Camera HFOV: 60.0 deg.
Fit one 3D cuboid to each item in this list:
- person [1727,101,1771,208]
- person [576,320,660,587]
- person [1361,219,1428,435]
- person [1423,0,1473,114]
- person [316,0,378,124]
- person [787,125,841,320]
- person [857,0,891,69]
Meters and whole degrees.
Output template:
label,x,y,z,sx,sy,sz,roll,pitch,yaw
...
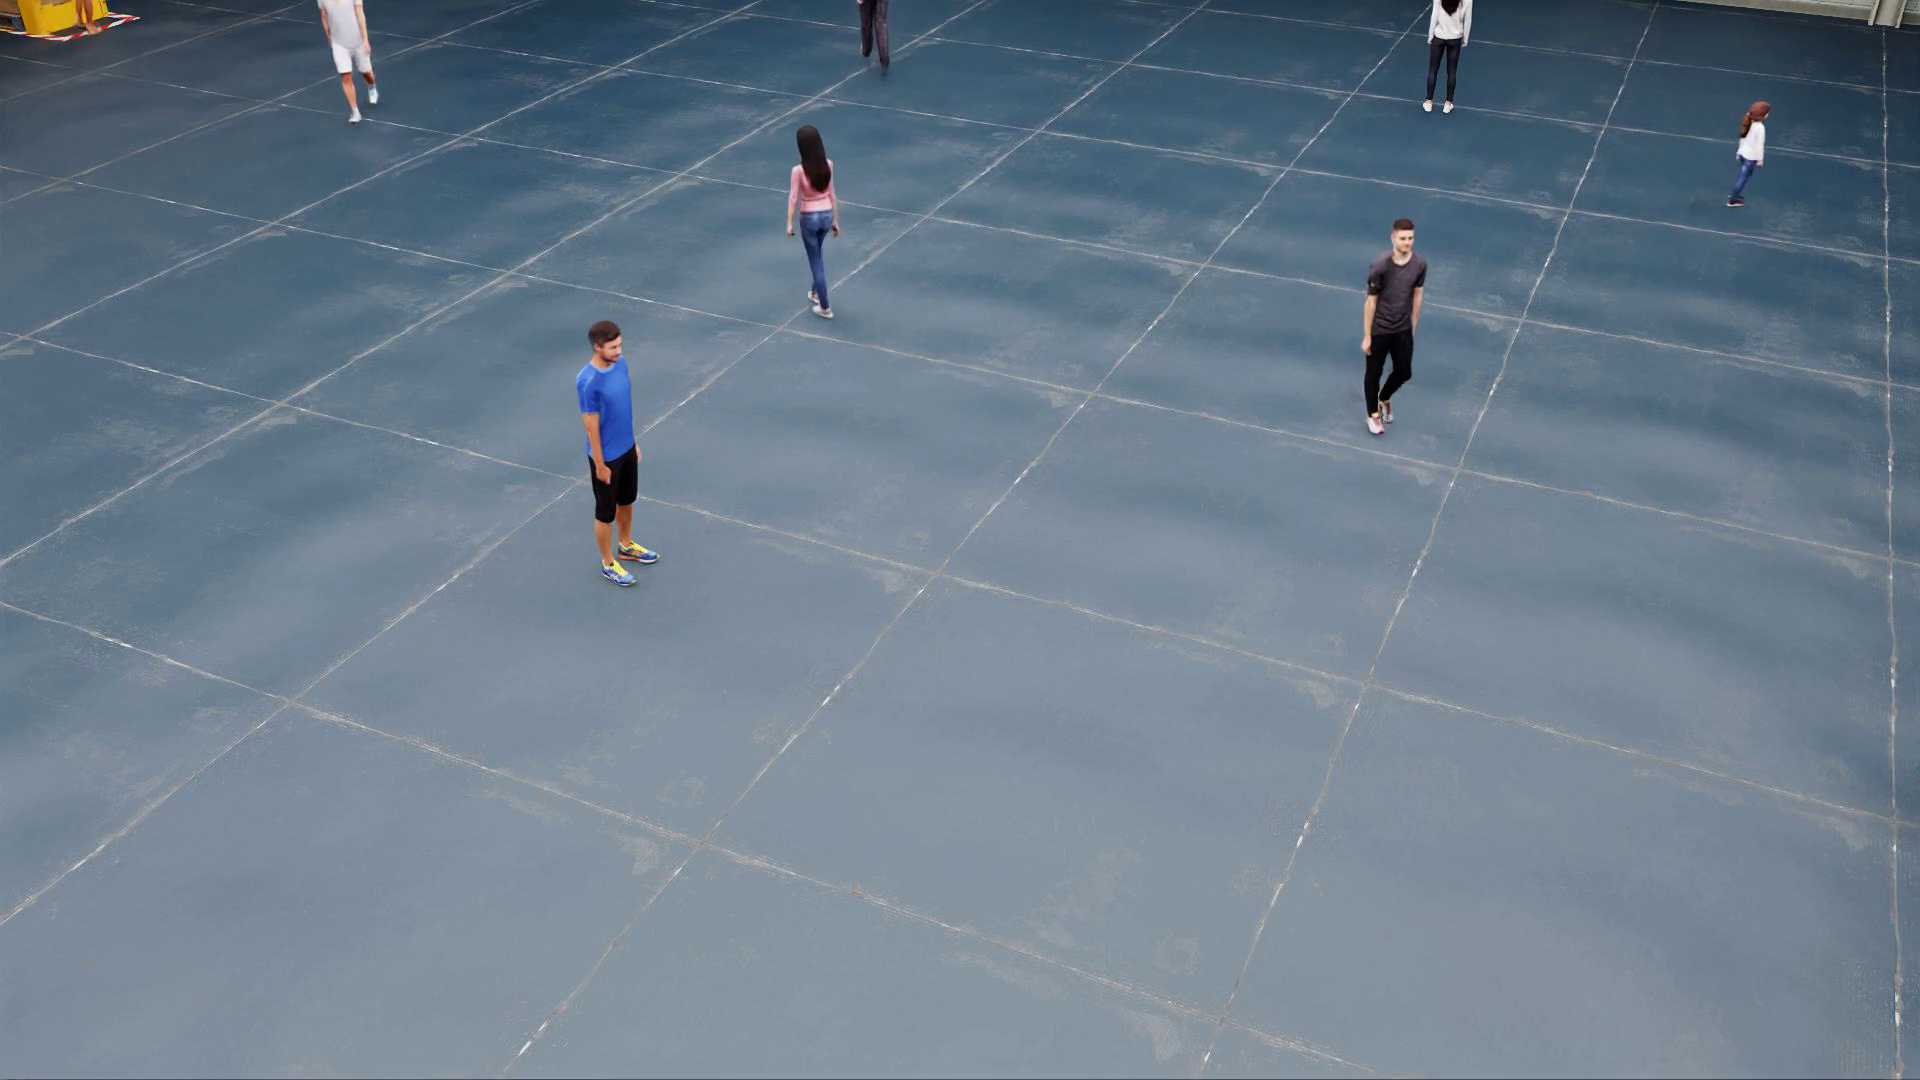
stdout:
label,x,y,z,sx,sy,sz,roll,pitch,yaw
person,8.102,-3.984,17.170,0.588,1.103,0.536,-2,32,-3
person,-2.331,-0.606,11.099,0.555,1.868,0.606,13,34,19
person,3.298,-1.673,12.899,0.755,1.753,0.836,-5,33,-7
person,5.772,-5.942,19.715,0.538,1.700,0.712,8,33,12
person,-7.141,-5.871,19.489,1.186,1.822,1.141,-4,32,-6
person,-1.234,-2.779,14.674,0.784,1.729,0.874,-21,38,-29
person,-1.068,-6.884,21.098,1.231,1.819,1.203,-6,33,-10
